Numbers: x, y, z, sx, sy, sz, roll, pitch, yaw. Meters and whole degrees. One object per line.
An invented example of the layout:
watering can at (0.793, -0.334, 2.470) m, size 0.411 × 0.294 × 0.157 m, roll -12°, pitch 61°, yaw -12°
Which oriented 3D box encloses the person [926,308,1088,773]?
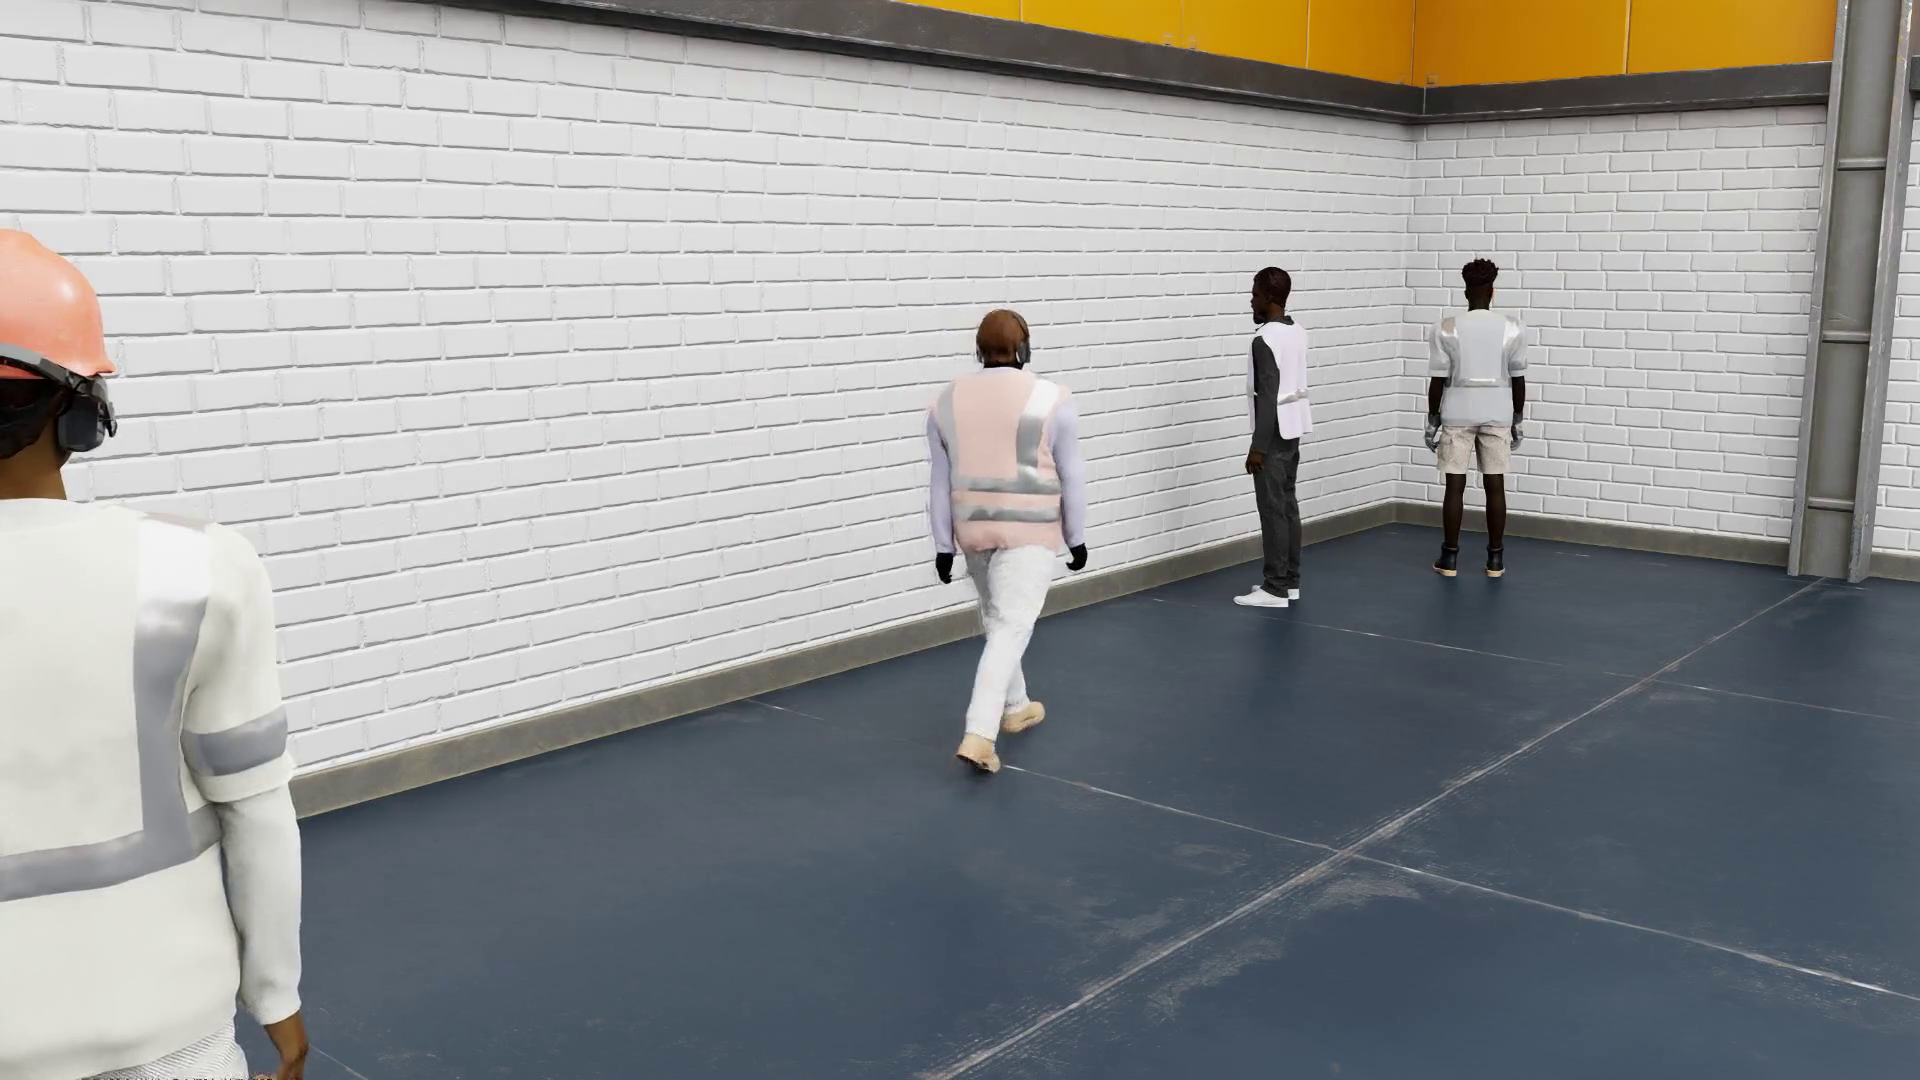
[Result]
person at (0.161, -0.016, 6.598) m, size 0.615 × 1.797 × 0.973 m, roll 5°, pitch 11°, yaw 28°

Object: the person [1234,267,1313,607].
person at (1.791, -0.576, 9.408) m, size 0.375 × 1.917 × 0.592 m, roll 6°, pitch 11°, yaw 29°

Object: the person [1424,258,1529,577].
person at (3.172, -0.744, 10.249) m, size 0.601 × 1.958 × 0.380 m, roll 2°, pitch 10°, yaw 9°

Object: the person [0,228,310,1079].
person at (-1.195, 0.622, 2.228) m, size 0.605 × 2.045 × 0.383 m, roll -4°, pitch 11°, yaw -23°
